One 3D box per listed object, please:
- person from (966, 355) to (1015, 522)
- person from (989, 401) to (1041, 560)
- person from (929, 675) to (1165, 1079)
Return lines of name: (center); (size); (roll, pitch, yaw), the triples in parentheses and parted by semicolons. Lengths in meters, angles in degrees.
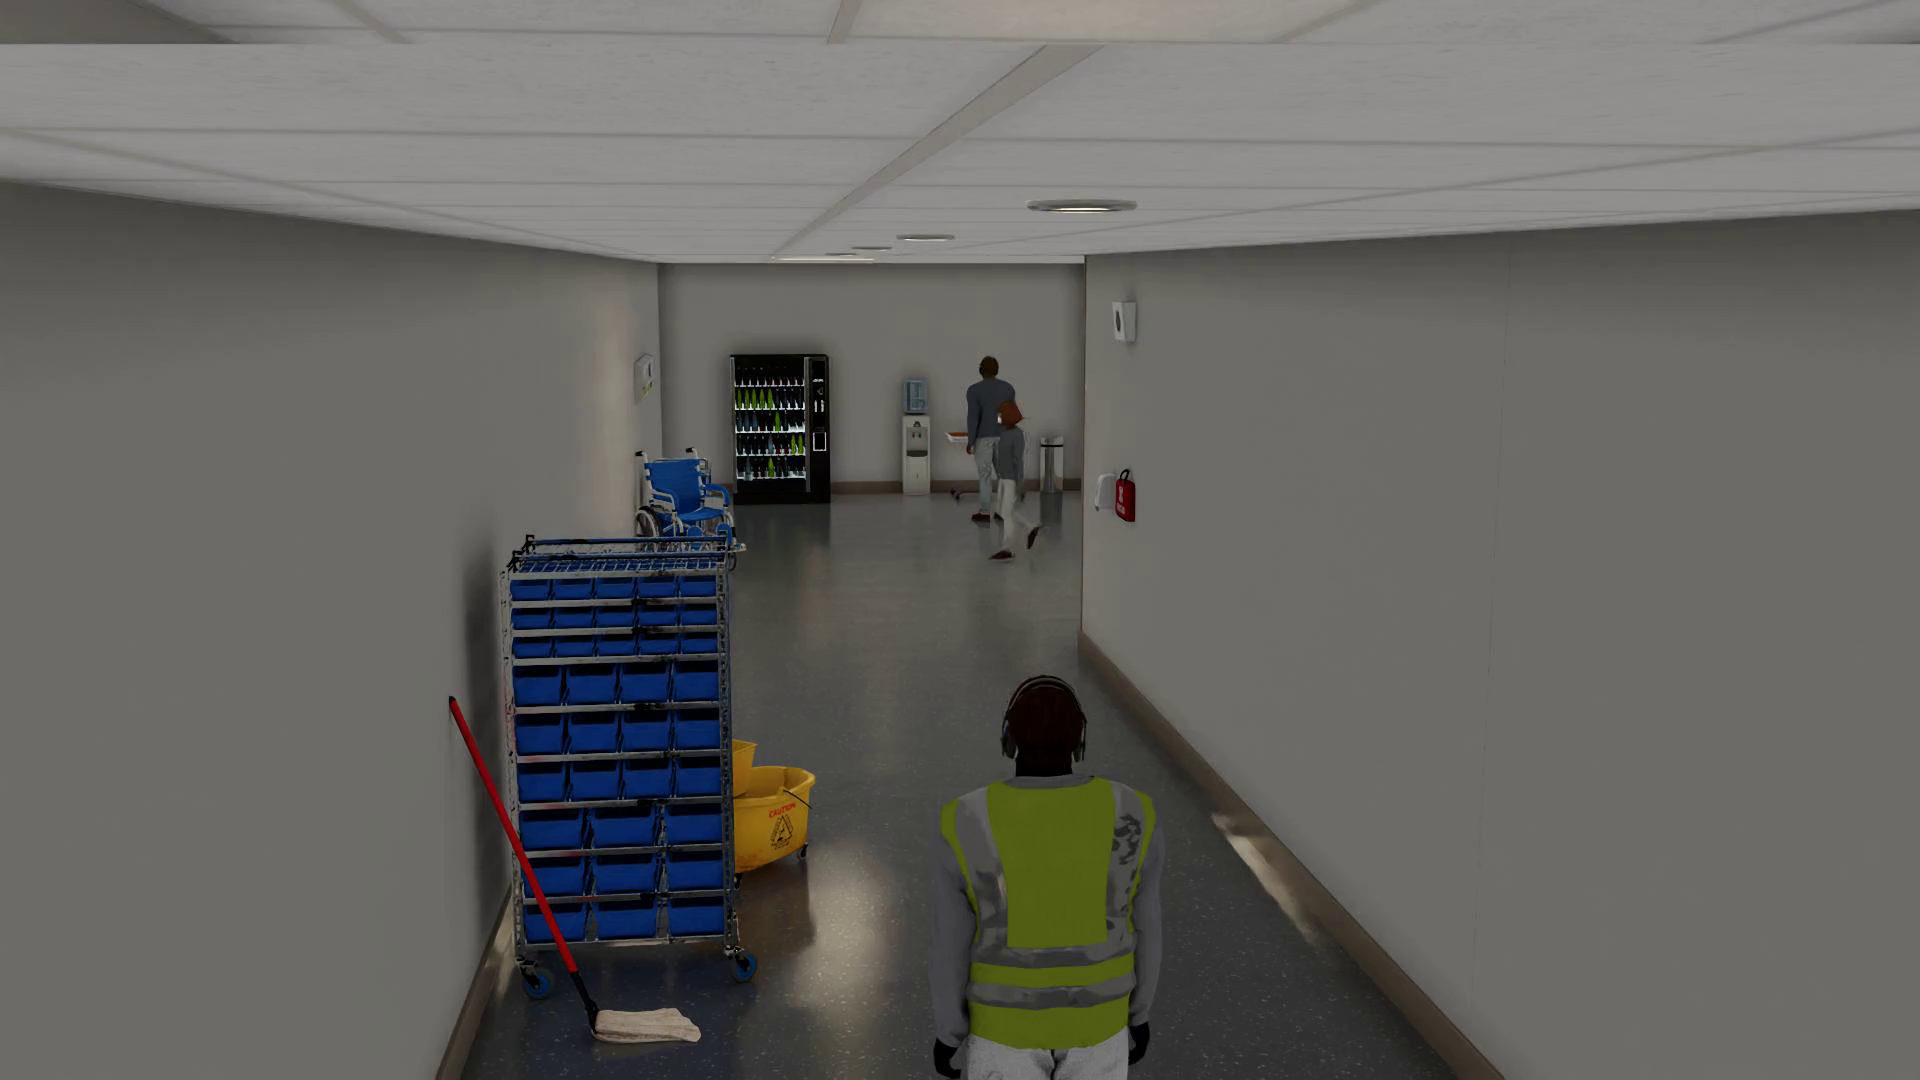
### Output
person: (0.347, -1.172, 19.352); (0.629, 1.940, 0.379); (-5, 10, -28)
person: (0.555, -0.608, 16.844); (0.550, 1.620, 0.504); (-4, 10, -22)
person: (0.224, 1.267, 4.432); (0.624, 1.845, 0.430); (-1, 9, -7)
